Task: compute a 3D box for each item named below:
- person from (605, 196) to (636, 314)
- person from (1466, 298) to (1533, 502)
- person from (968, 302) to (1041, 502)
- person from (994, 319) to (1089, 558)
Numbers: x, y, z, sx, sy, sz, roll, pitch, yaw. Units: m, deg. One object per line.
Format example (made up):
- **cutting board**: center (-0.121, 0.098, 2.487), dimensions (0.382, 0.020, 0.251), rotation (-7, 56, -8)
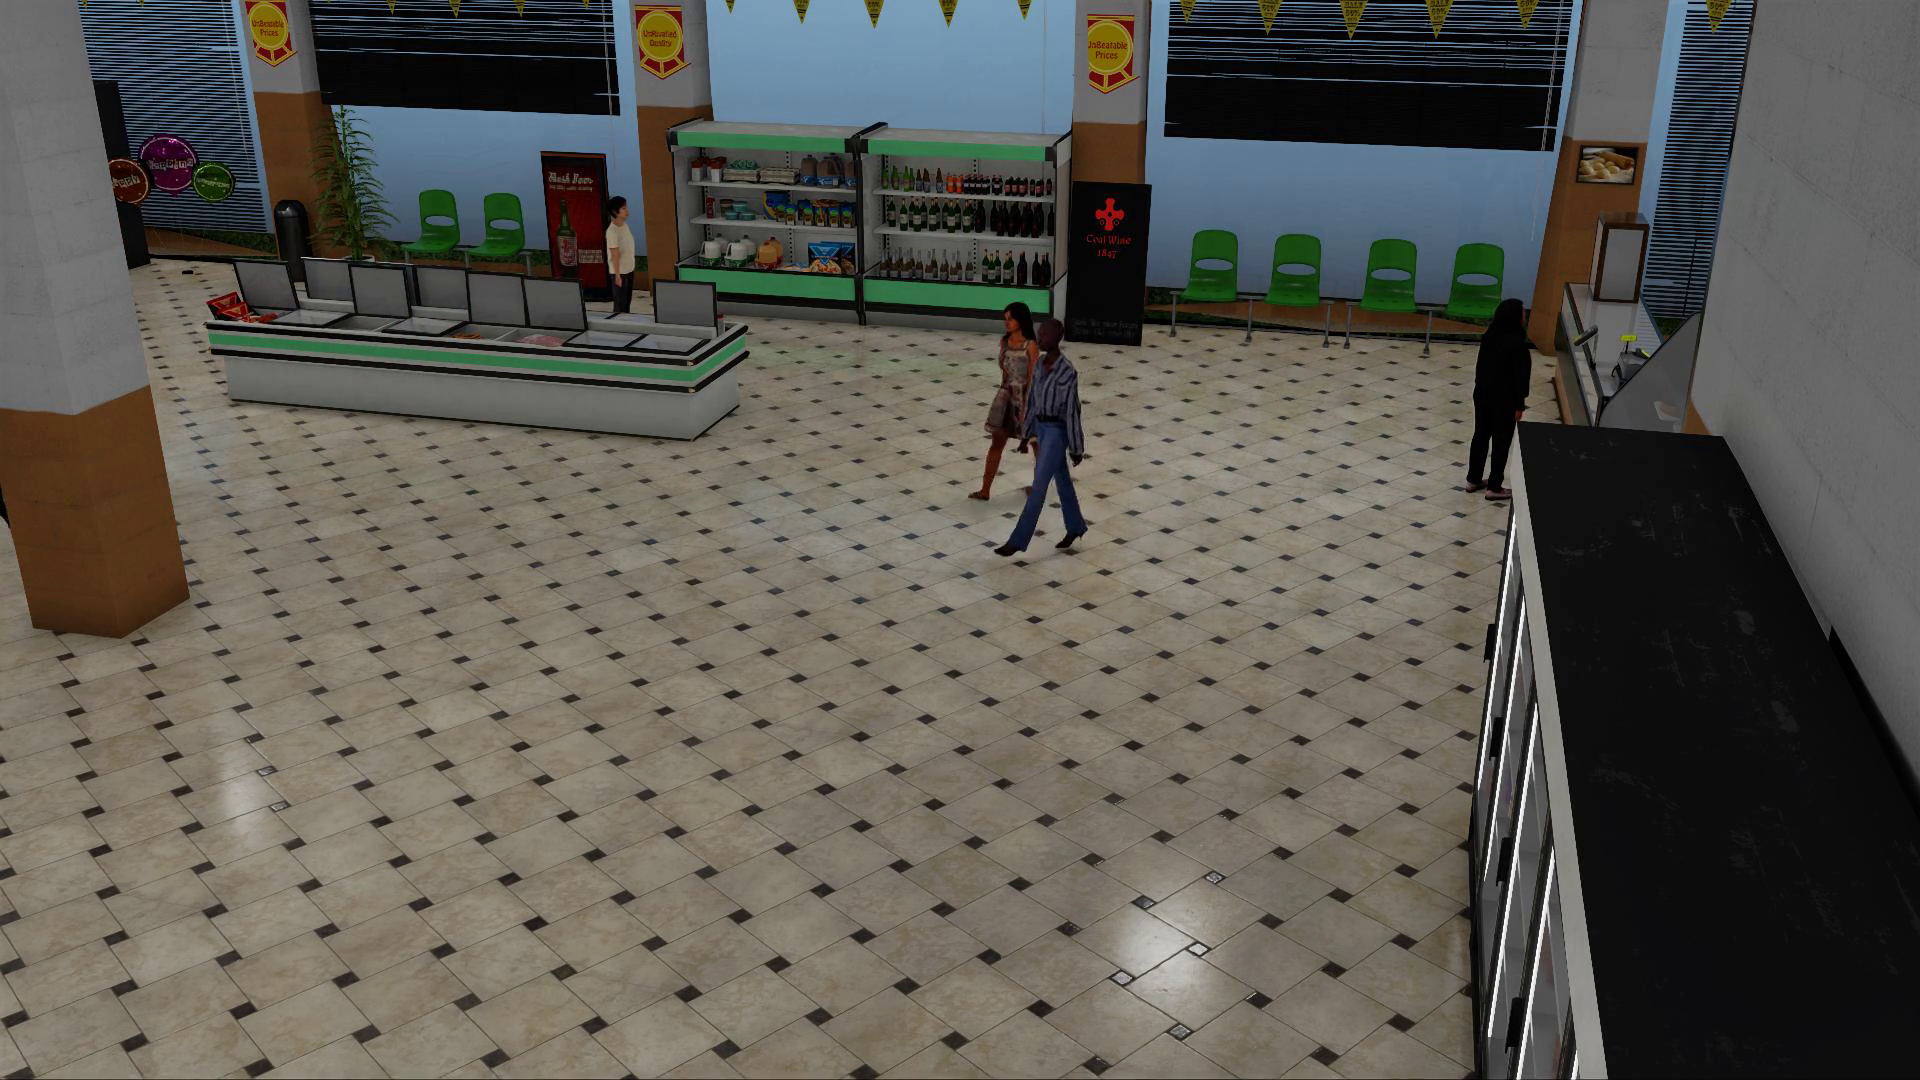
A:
- **person**: center (-3.573, -2.838, 17.594), dimensions (0.497, 1.587, 0.609), rotation (3, 22, 8)
- **person**: center (4.305, -1.132, 13.311), dimensions (0.825, 1.615, 0.772), rotation (-11, 24, -25)
- **person**: center (0.557, -1.096, 13.230), dimensions (1.072, 1.608, 0.981), rotation (18, 28, 37)
- **person**: center (0.756, -0.731, 12.119), dimensions (1.169, 1.759, 1.092), rotation (-11, 25, -26)
